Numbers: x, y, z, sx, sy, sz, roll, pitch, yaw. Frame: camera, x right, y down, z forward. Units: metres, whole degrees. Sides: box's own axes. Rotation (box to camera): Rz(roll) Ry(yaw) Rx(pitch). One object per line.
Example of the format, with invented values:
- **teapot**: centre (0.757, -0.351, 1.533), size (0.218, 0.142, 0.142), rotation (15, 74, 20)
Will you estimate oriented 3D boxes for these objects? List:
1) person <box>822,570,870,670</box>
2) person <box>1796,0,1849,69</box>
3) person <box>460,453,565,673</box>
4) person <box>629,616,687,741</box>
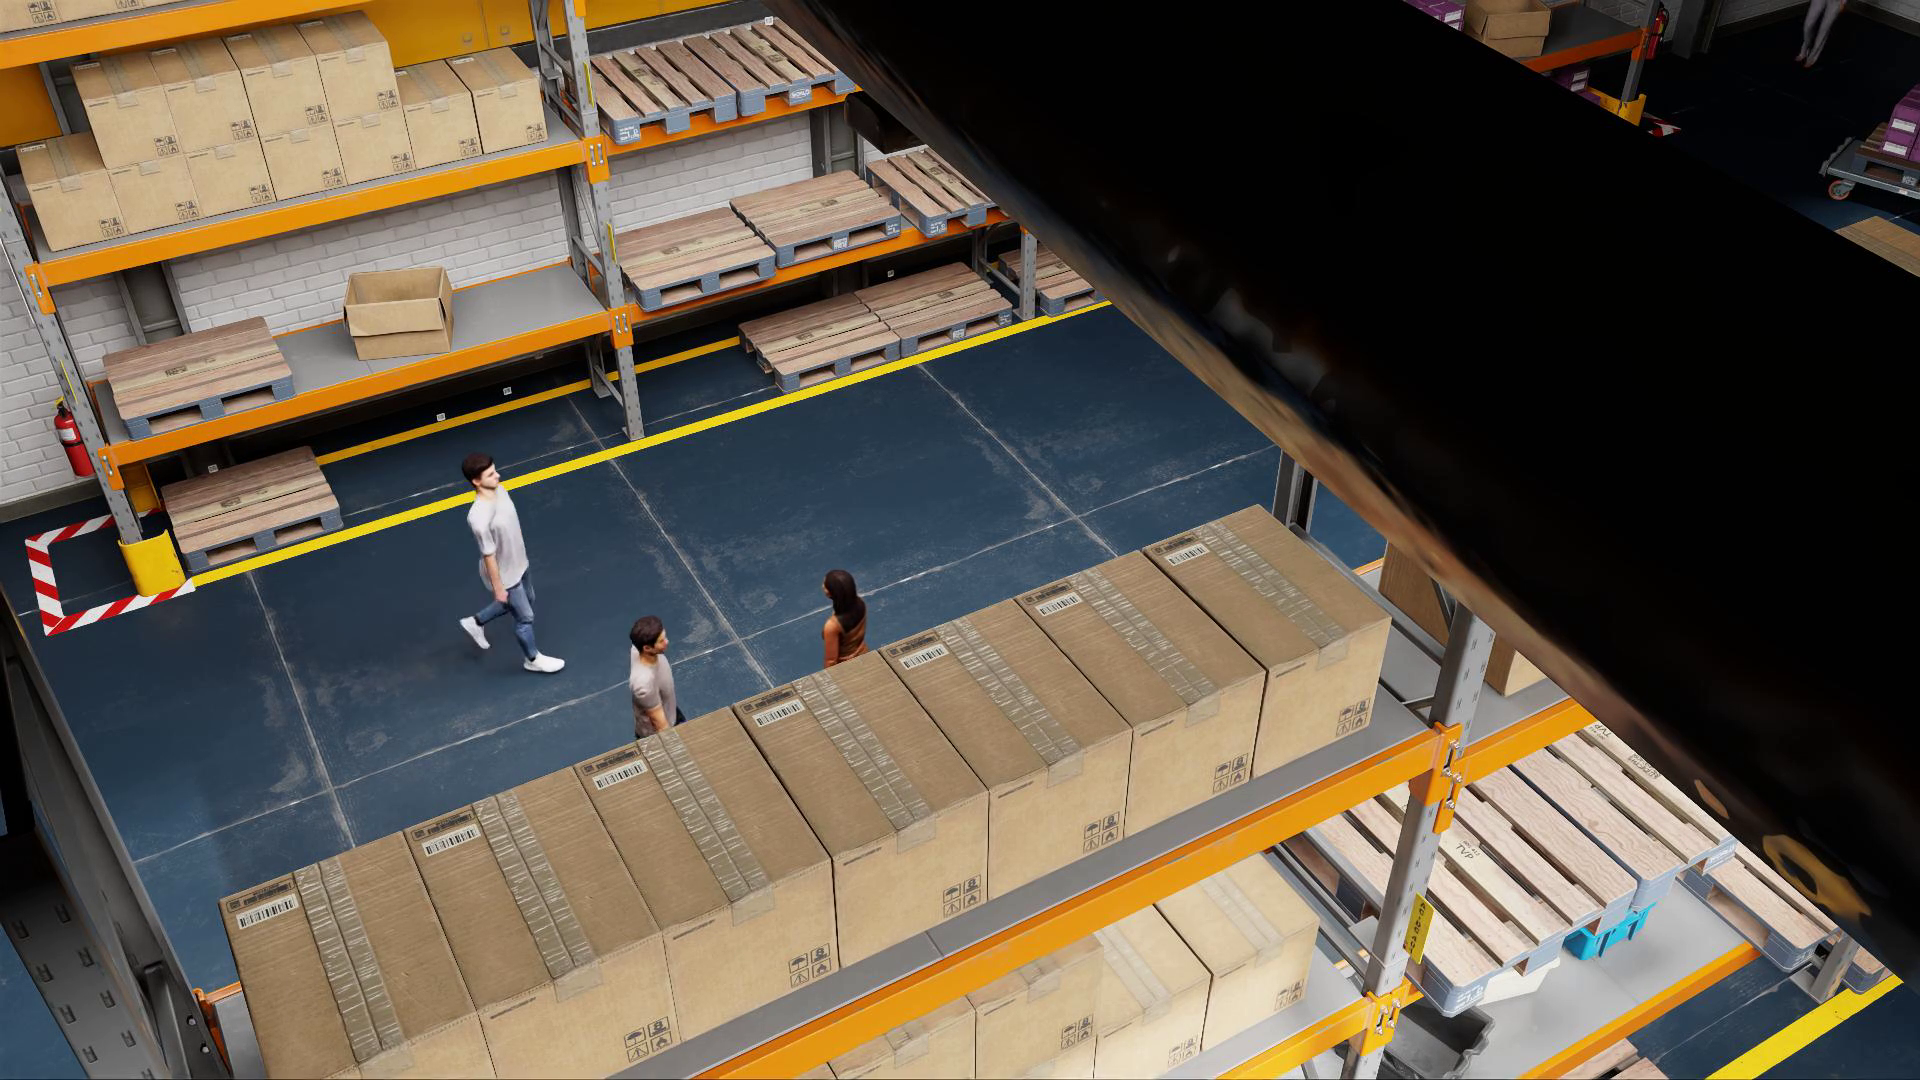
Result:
- **person**: centre (-0.737, 0.861, 10.916), size (0.700, 1.683, 0.608), rotation (17, 42, 20)
- **person**: centre (10.651, -6.650, 20.256), size (0.689, 1.765, 0.723), rotation (27, 46, 29)
- **person**: centre (-3.253, 0.179, 11.618), size (1.113, 1.873, 0.988), rotation (3, 39, 3)
- **person**: centre (-2.005, 1.162, 10.543), size (1.162, 1.677, 0.961), rotation (-1, 39, -1)
